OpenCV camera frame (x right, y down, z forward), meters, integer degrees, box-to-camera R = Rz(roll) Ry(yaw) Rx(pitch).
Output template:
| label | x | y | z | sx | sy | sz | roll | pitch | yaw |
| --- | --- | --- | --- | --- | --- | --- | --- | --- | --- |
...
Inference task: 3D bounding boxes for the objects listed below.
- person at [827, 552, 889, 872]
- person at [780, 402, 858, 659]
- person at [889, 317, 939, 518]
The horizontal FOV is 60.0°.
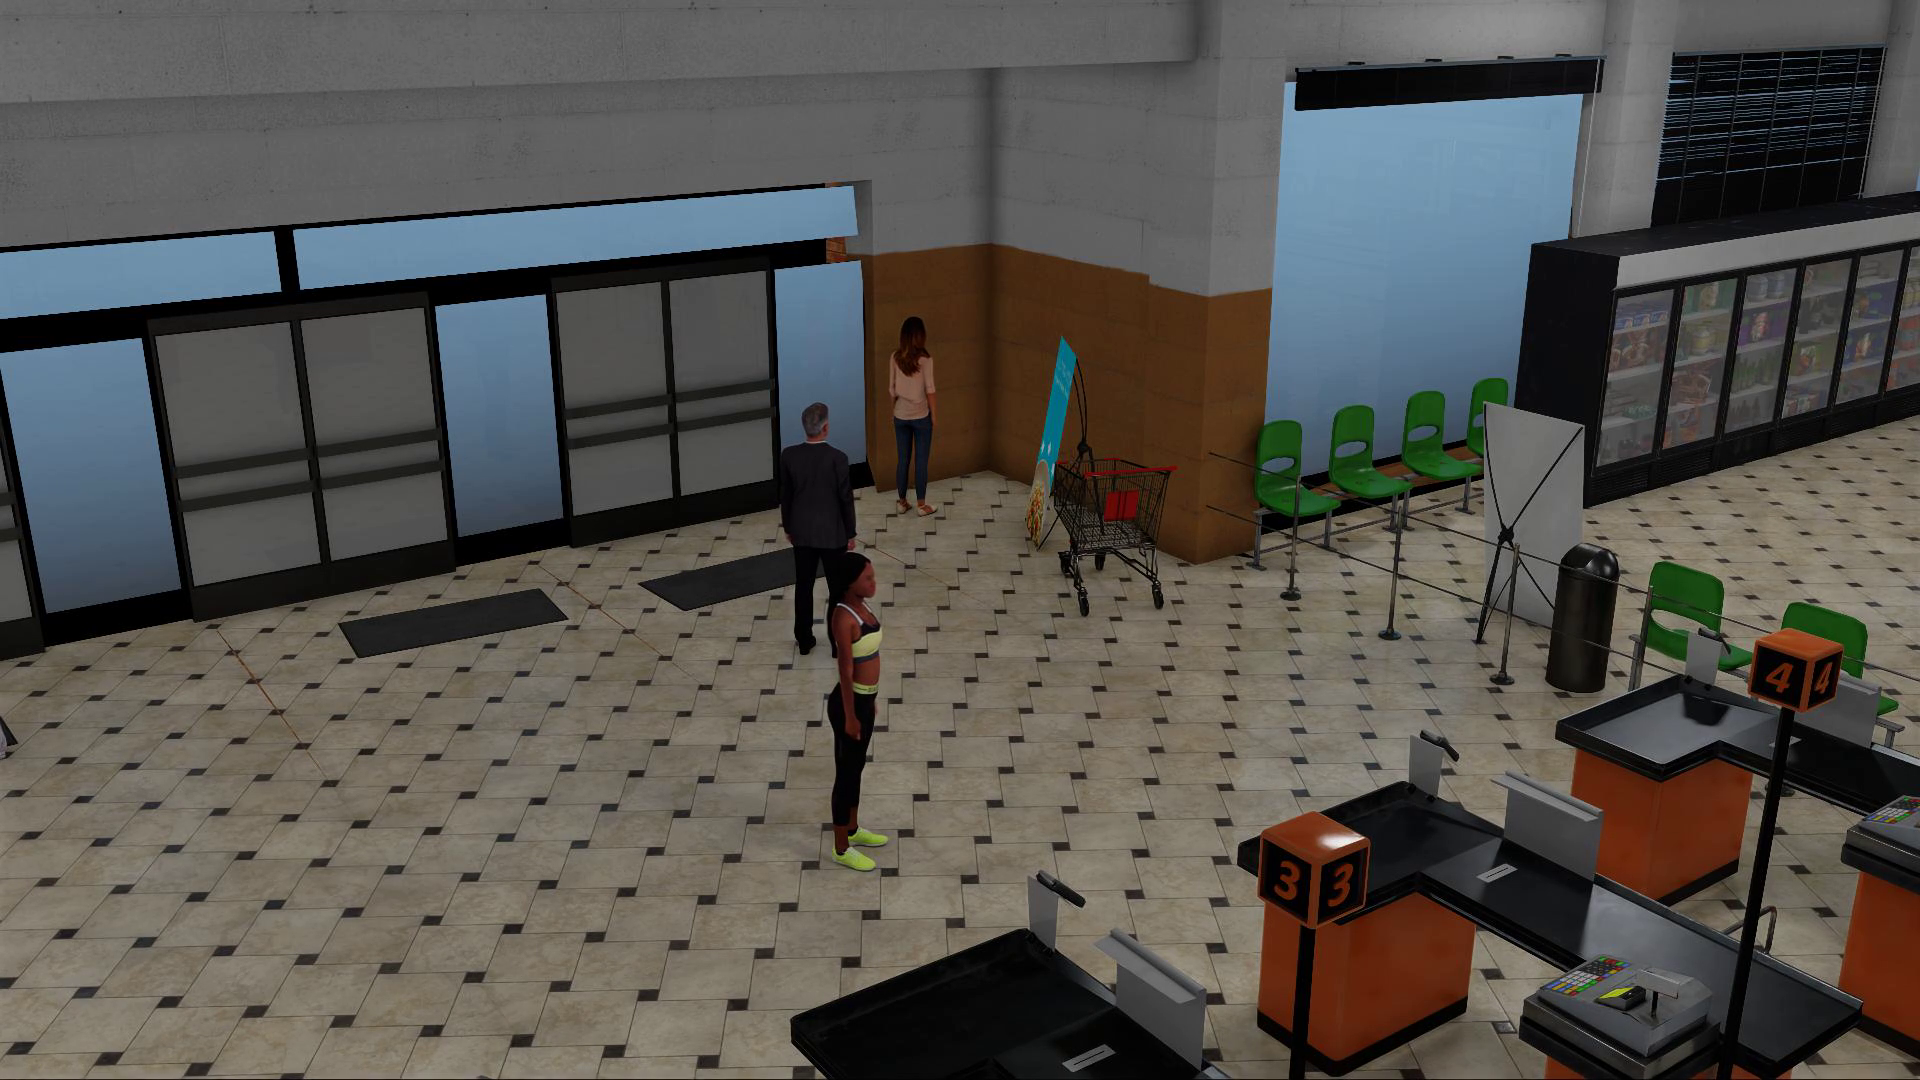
| label | x | y | z | sx | sy | sz | roll | pitch | yaw |
| --- | --- | --- | --- | --- | --- | --- | --- | --- | --- |
| person | -0.582 | 0.898 | 8.932 | 0.692 | 1.754 | 0.640 | 4 | 19 | 12 |
| person | -0.983 | -0.073 | 11.674 | 0.775 | 1.842 | 0.865 | 6 | 19 | 16 |
| person | -0.422 | -1.100 | 14.799 | 0.620 | 1.792 | 0.734 | 9 | 20 | 24 |
